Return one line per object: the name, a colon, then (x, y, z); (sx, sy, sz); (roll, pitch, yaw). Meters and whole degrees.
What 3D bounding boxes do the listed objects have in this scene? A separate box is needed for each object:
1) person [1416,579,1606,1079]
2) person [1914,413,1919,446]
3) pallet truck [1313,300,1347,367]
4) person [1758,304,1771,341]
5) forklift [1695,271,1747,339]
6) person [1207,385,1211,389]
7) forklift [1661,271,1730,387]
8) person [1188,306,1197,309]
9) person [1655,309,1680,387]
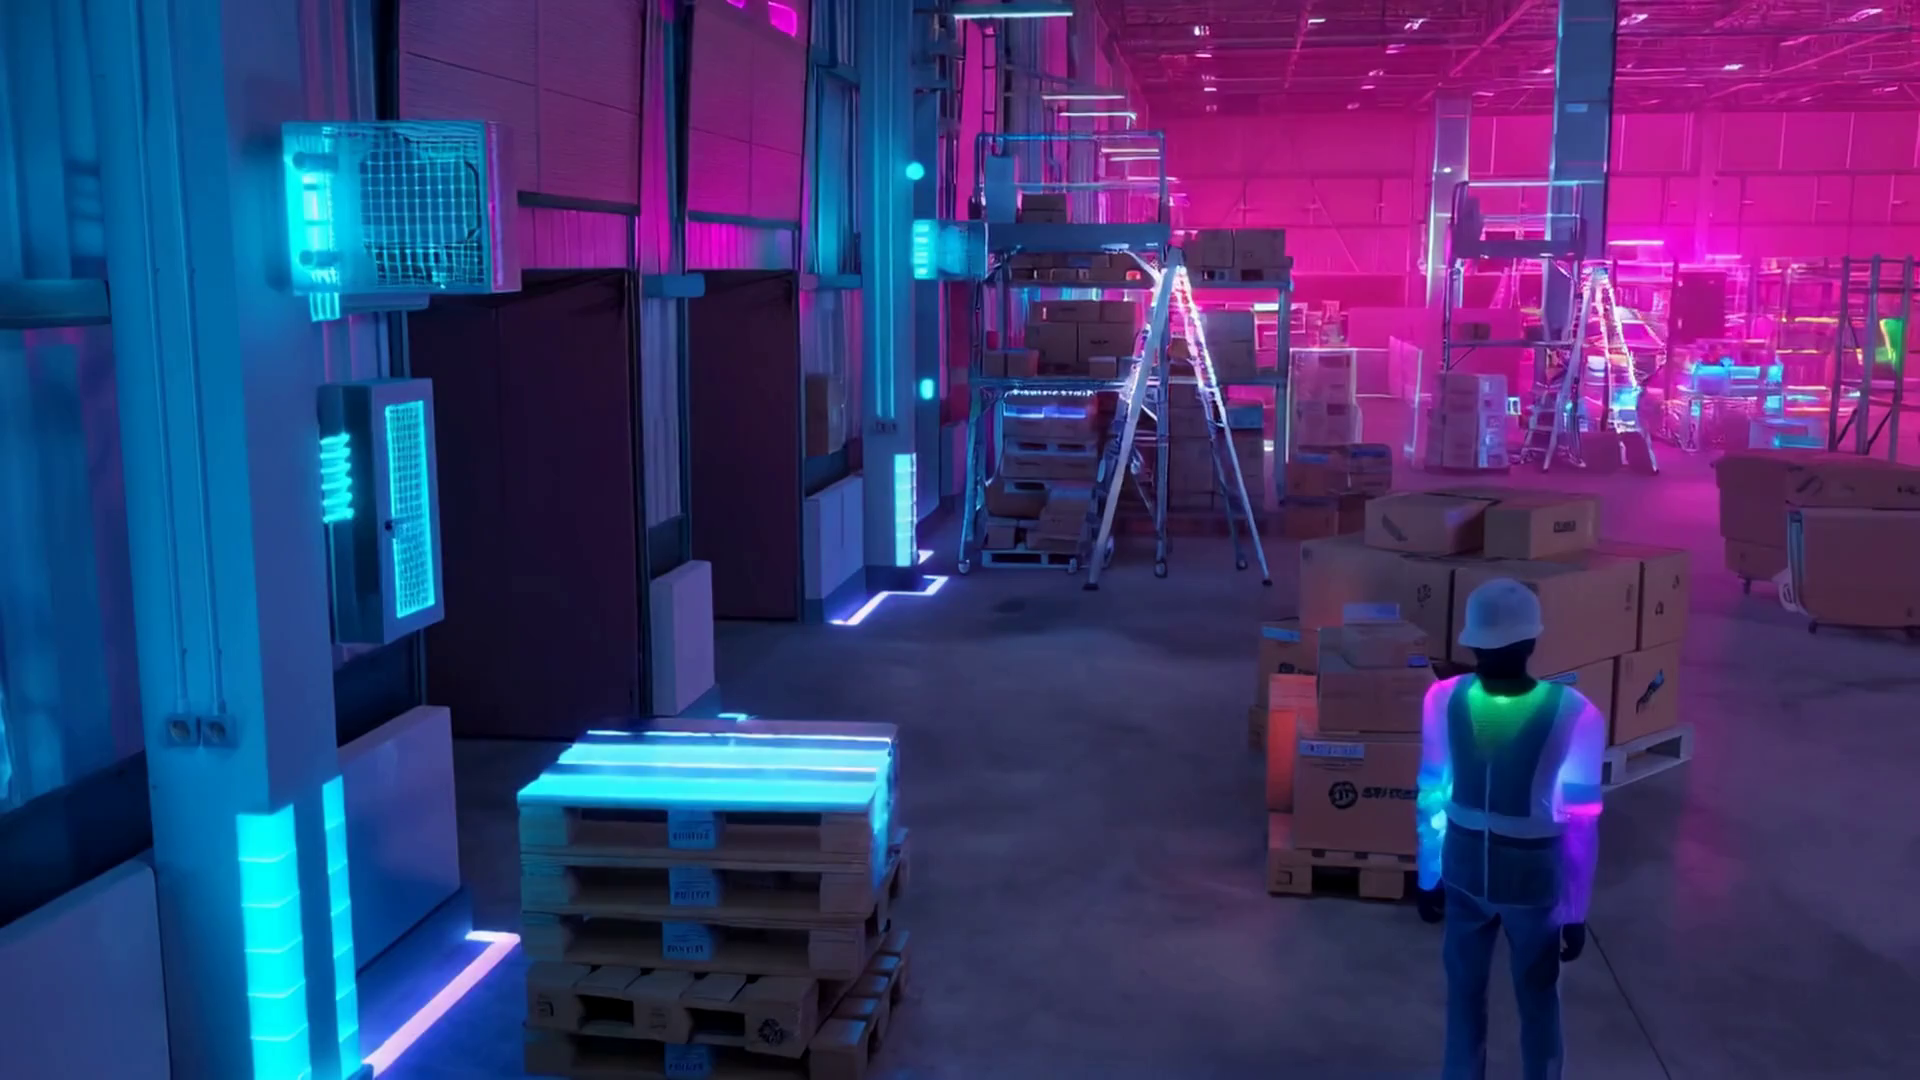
person: (1.677, 1.062, 5.187); (0.587, 1.918, 0.398); (8, 12, 40)
person: (15.701, -2.368, 26.895); (0.320, 1.738, 0.485); (8, 12, 42)
pallet truck: (11.159, -6.200, 49.718); (0.823, 1.965, 1.885); (4, 10, 26)
person: (22.197, -5.558, 45.967); (0.357, 1.931, 0.628); (4, 10, 21)
forklift: (21.407, -6.275, 47.469); (1.873, 2.768, 1.129); (-3, 10, -17)
person: (5.198, -3.649, 35.121); (0.313, 1.634, 0.514); (-5, 10, -28)
forklift: (17.529, -4.940, 39.234); (1.129, 2.768, 1.873); (1, 9, 5)
person: (6.213, -5.353, 44.710); (0.544, 1.930, 0.389); (-5, 11, -29)
person: (17.305, -4.690, 40.641); (0.559, 1.920, 0.559); (9, 13, 43)
